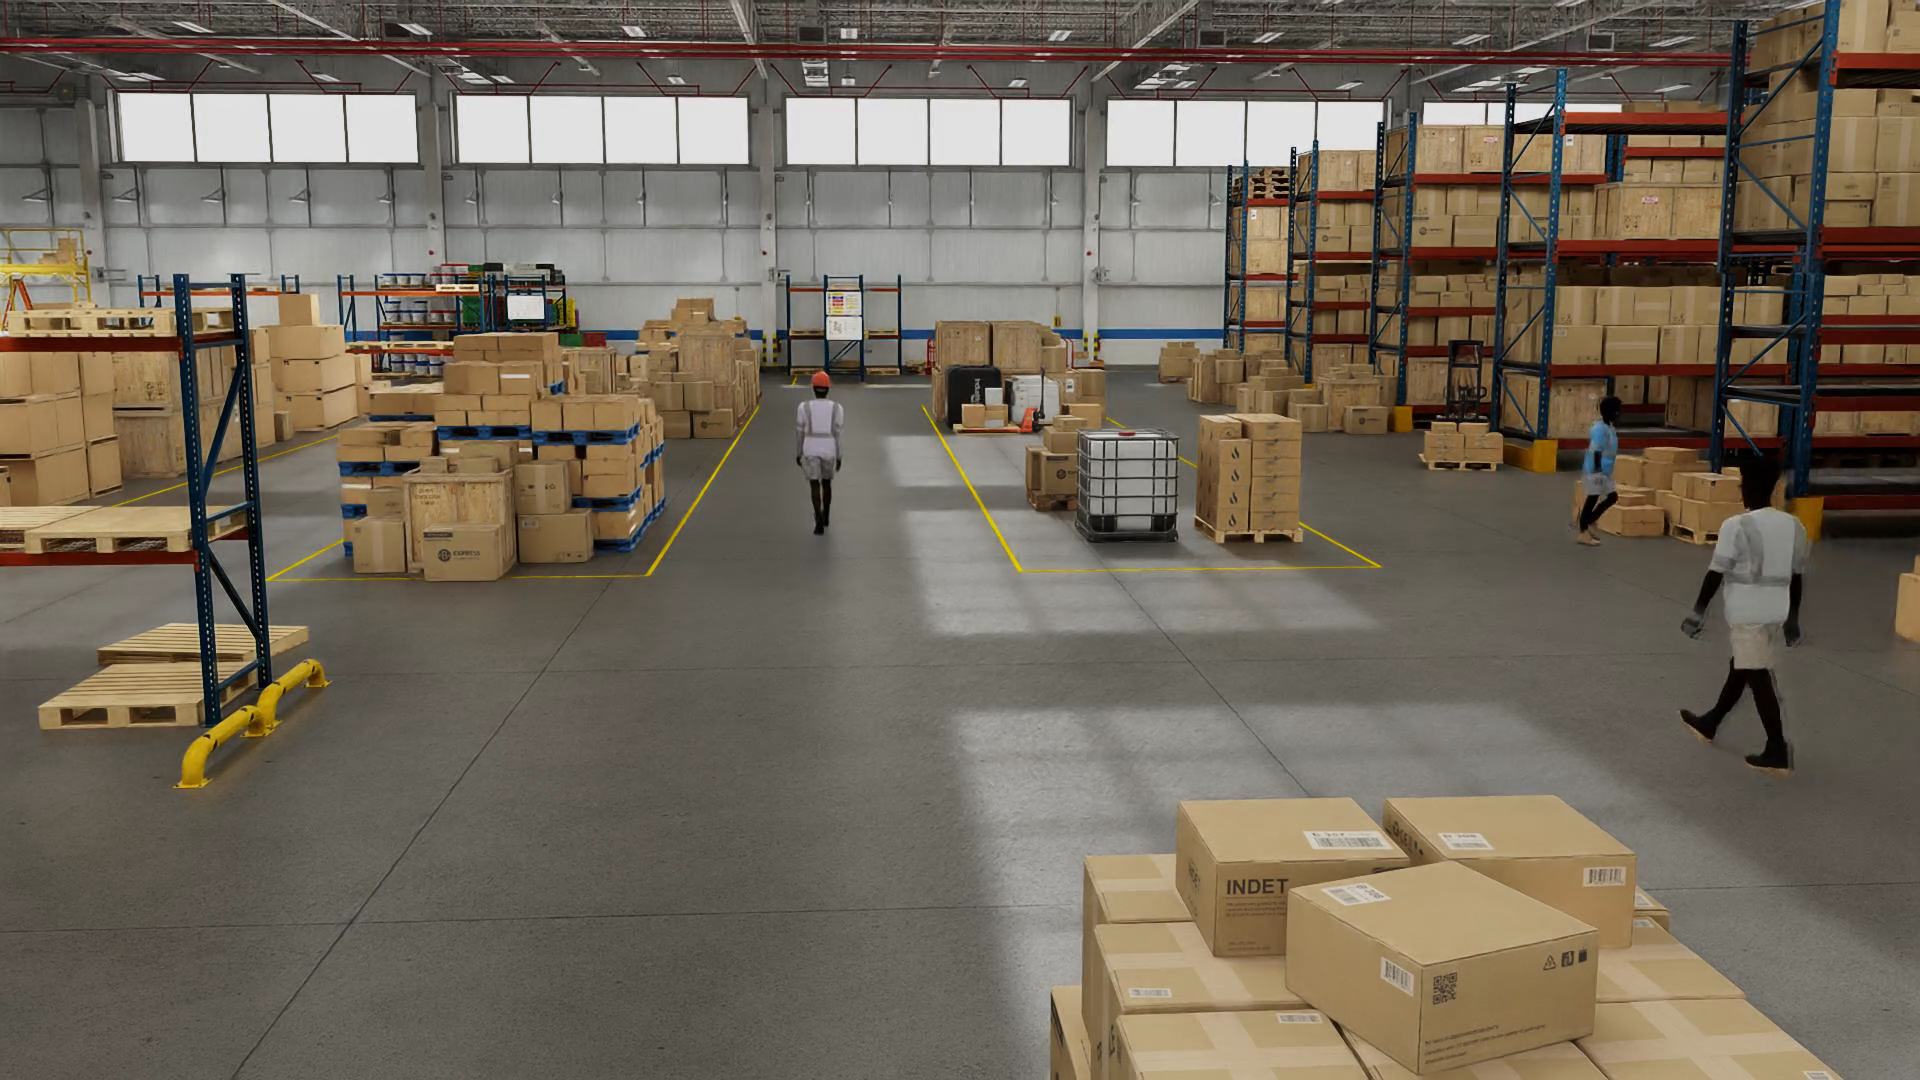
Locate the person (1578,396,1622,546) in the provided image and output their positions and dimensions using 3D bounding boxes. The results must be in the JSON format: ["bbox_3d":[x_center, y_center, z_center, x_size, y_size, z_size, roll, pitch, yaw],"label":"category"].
[{"bbox_3d":[7.158,-0.770,18.600,0.384,1.679,0.560,7,12,39],"label":"person"}]

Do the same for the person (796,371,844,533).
[{"bbox_3d":[-1.644,-1.044,19.686,0.546,1.900,0.964,-2,9,-12],"label":"person"}]

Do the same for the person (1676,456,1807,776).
[{"bbox_3d":[4.841,0.432,10.312,0.633,1.909,0.988,-4,10,-24],"label":"person"}]

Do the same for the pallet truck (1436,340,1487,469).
[{"bbox_3d":[8.004,-2.170,26.422,0.823,1.965,1.885,2,9,14],"label":"pallet truck"}]
